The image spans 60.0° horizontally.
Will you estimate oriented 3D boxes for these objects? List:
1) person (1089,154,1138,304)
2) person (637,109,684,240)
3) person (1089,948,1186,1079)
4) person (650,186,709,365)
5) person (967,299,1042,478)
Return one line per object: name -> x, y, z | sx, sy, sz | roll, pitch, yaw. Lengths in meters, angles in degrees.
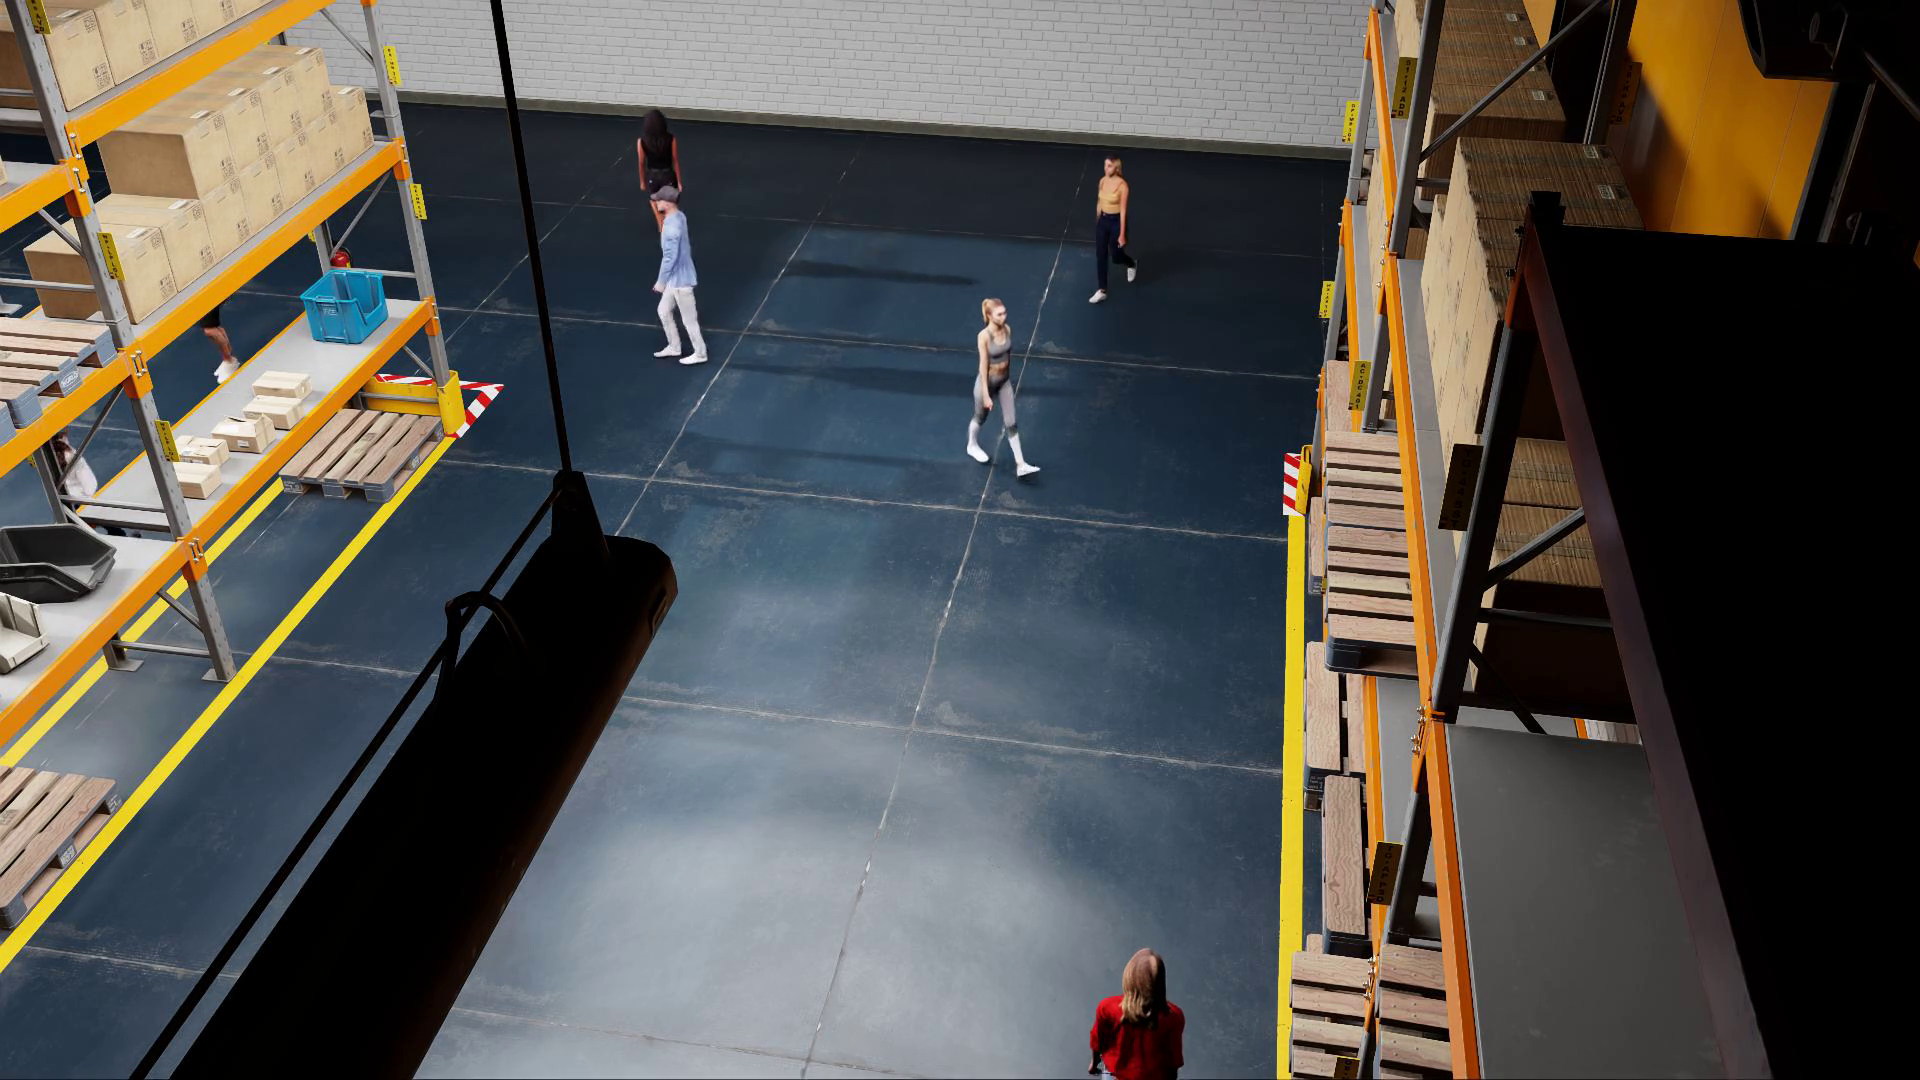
person -> 1.671, -3.344, 17.750 | 1.030, 1.616, 0.903 | -28, 43, -35
person -> -3.309, -3.884, 18.501 | 0.996, 1.685, 1.280 | -10, 35, -15
person -> 0.874, 2.814, 8.451 | 0.680, 1.654, 1.111 | 3, 34, 5
person -> -2.668, -2.578, 16.371 | 0.845, 1.867, 0.814 | -5, 34, -7
person -> 0.234, -1.375, 14.748 | 1.098, 1.660, 1.089 | -26, 42, -34
